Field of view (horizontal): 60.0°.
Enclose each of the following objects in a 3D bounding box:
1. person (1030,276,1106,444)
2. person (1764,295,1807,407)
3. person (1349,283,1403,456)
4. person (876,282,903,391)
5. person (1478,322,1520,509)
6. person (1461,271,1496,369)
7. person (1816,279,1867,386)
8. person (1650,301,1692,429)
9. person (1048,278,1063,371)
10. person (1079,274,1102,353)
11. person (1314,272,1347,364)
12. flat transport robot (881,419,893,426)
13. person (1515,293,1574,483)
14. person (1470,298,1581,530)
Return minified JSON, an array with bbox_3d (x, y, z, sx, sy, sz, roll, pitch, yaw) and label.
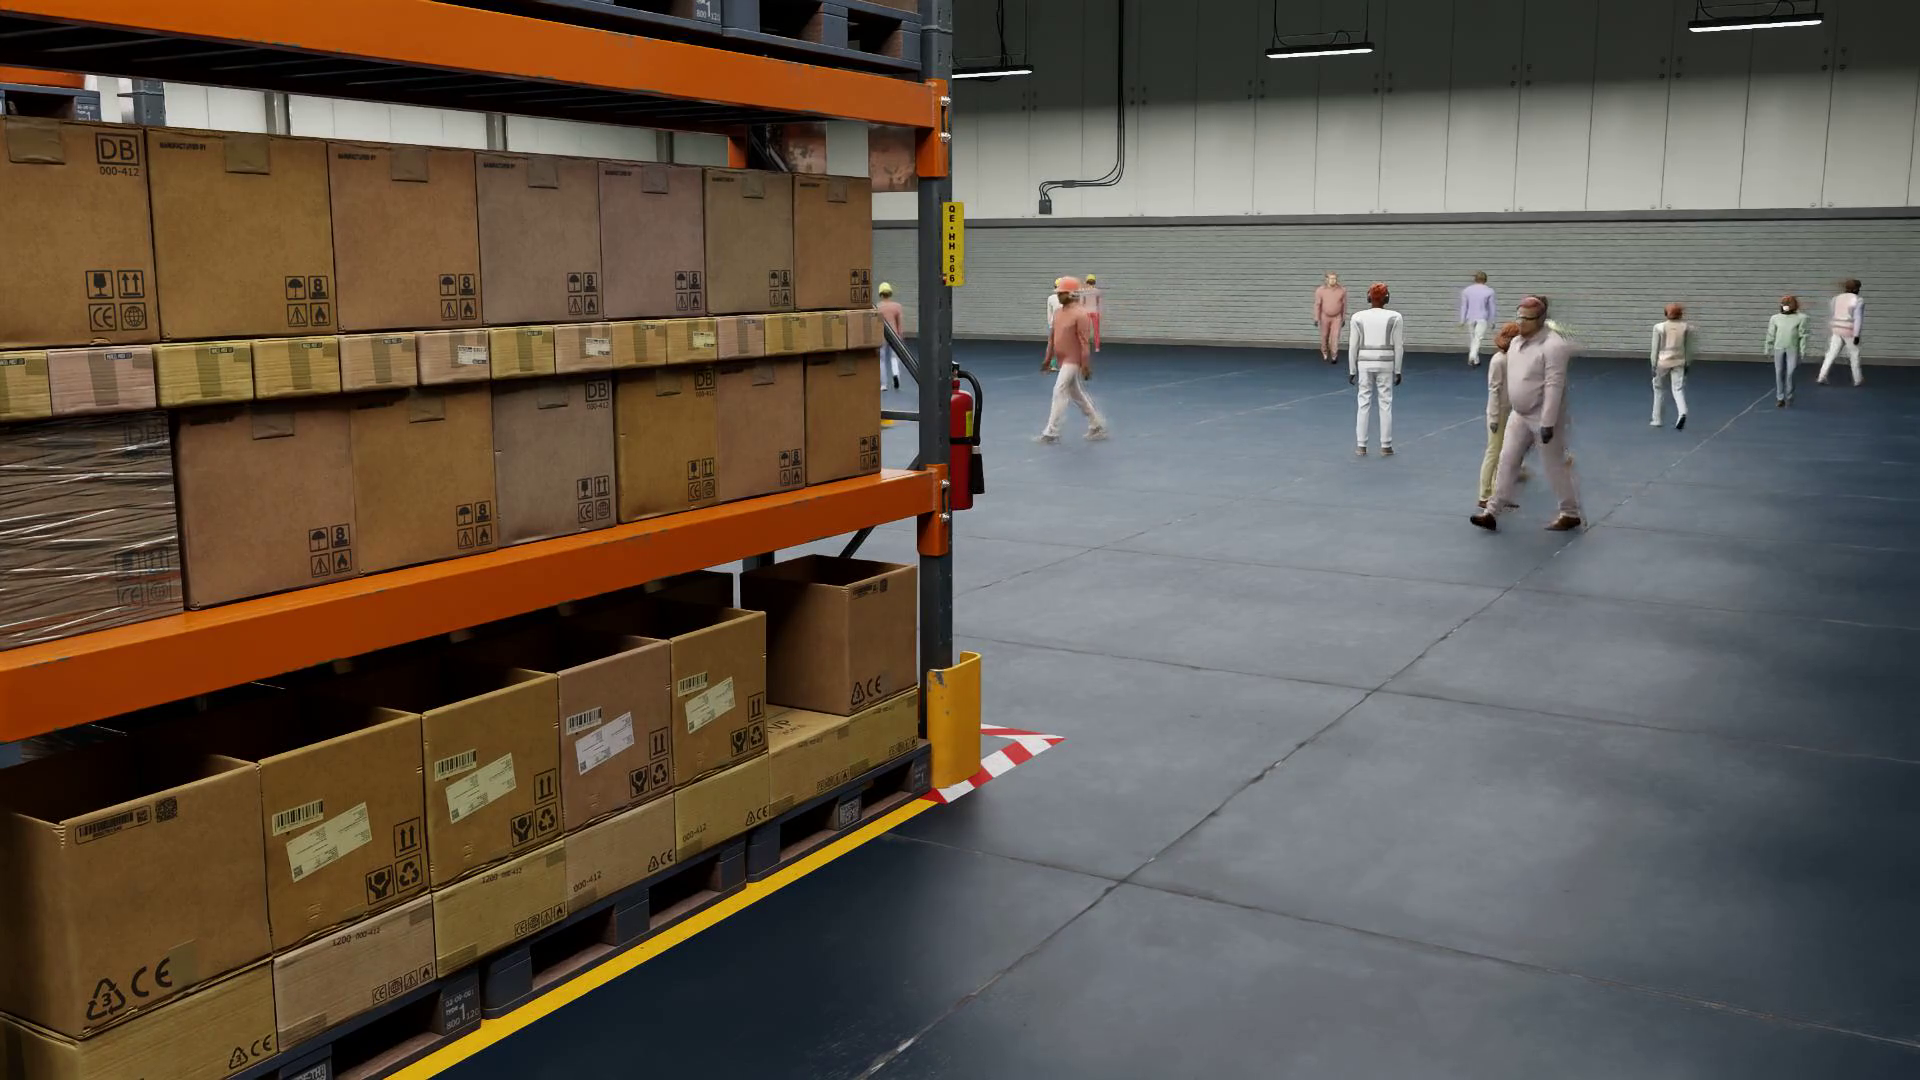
[{"bbox_3d":[1.313,-2.106,19.469,1.028,1.955,0.604,-4,11,-24],"label":"person"},{"bbox_3d":[11.856,-2.709,23.923,0.539,1.615,0.526,8,12,39],"label":"person"},{"bbox_3d":[4.541,-1.857,18.171,0.572,1.883,0.358,4,10,22],"label":"person"},{"bbox_3d":[-1.182,-3.277,26.842,0.542,1.755,0.460,-2,10,-14],"label":"person"},{"bbox_3d":[4.679,-1.060,14.275,0.506,1.623,0.298,-9,13,-43],"label":"person"},{"bbox_3d":[10.012,-4.257,32.206,0.641,1.905,0.964,8,12,38],"label":"person"},{"bbox_3d":[14.792,-3.455,27.793,0.953,1.803,0.657,-4,10,-21],"label":"person"},{"bbox_3d":[8.996,-2.205,21.006,0.523,1.610,0.745,0,10,3],"label":"person"},{"bbox_3d":[1.892,-4.053,31.376,0.524,1.769,0.308,7,12,34],"label":"person"},{"bbox_3d":[2.946,-5.107,37.540,0.526,1.768,0.331,-1,10,-6],"label":"person"},{"bbox_3d":[7.574,-4.555,34.050,0.659,1.861,0.995,1,10,8],"label":"person"},{"bbox_3d":[-1.503,-1.491,20.740,0.652,0.197,1.431,6,11,30],"label":"flat transport robot"},{"bbox_3d":[5.512,-1.432,15.865,0.547,1.830,0.637,-2,10,-9],"label":"person"},{"bbox_3d":[4.496,-0.967,13.068,1.014,1.854,0.674,-4,10,-21],"label":"person"}]
